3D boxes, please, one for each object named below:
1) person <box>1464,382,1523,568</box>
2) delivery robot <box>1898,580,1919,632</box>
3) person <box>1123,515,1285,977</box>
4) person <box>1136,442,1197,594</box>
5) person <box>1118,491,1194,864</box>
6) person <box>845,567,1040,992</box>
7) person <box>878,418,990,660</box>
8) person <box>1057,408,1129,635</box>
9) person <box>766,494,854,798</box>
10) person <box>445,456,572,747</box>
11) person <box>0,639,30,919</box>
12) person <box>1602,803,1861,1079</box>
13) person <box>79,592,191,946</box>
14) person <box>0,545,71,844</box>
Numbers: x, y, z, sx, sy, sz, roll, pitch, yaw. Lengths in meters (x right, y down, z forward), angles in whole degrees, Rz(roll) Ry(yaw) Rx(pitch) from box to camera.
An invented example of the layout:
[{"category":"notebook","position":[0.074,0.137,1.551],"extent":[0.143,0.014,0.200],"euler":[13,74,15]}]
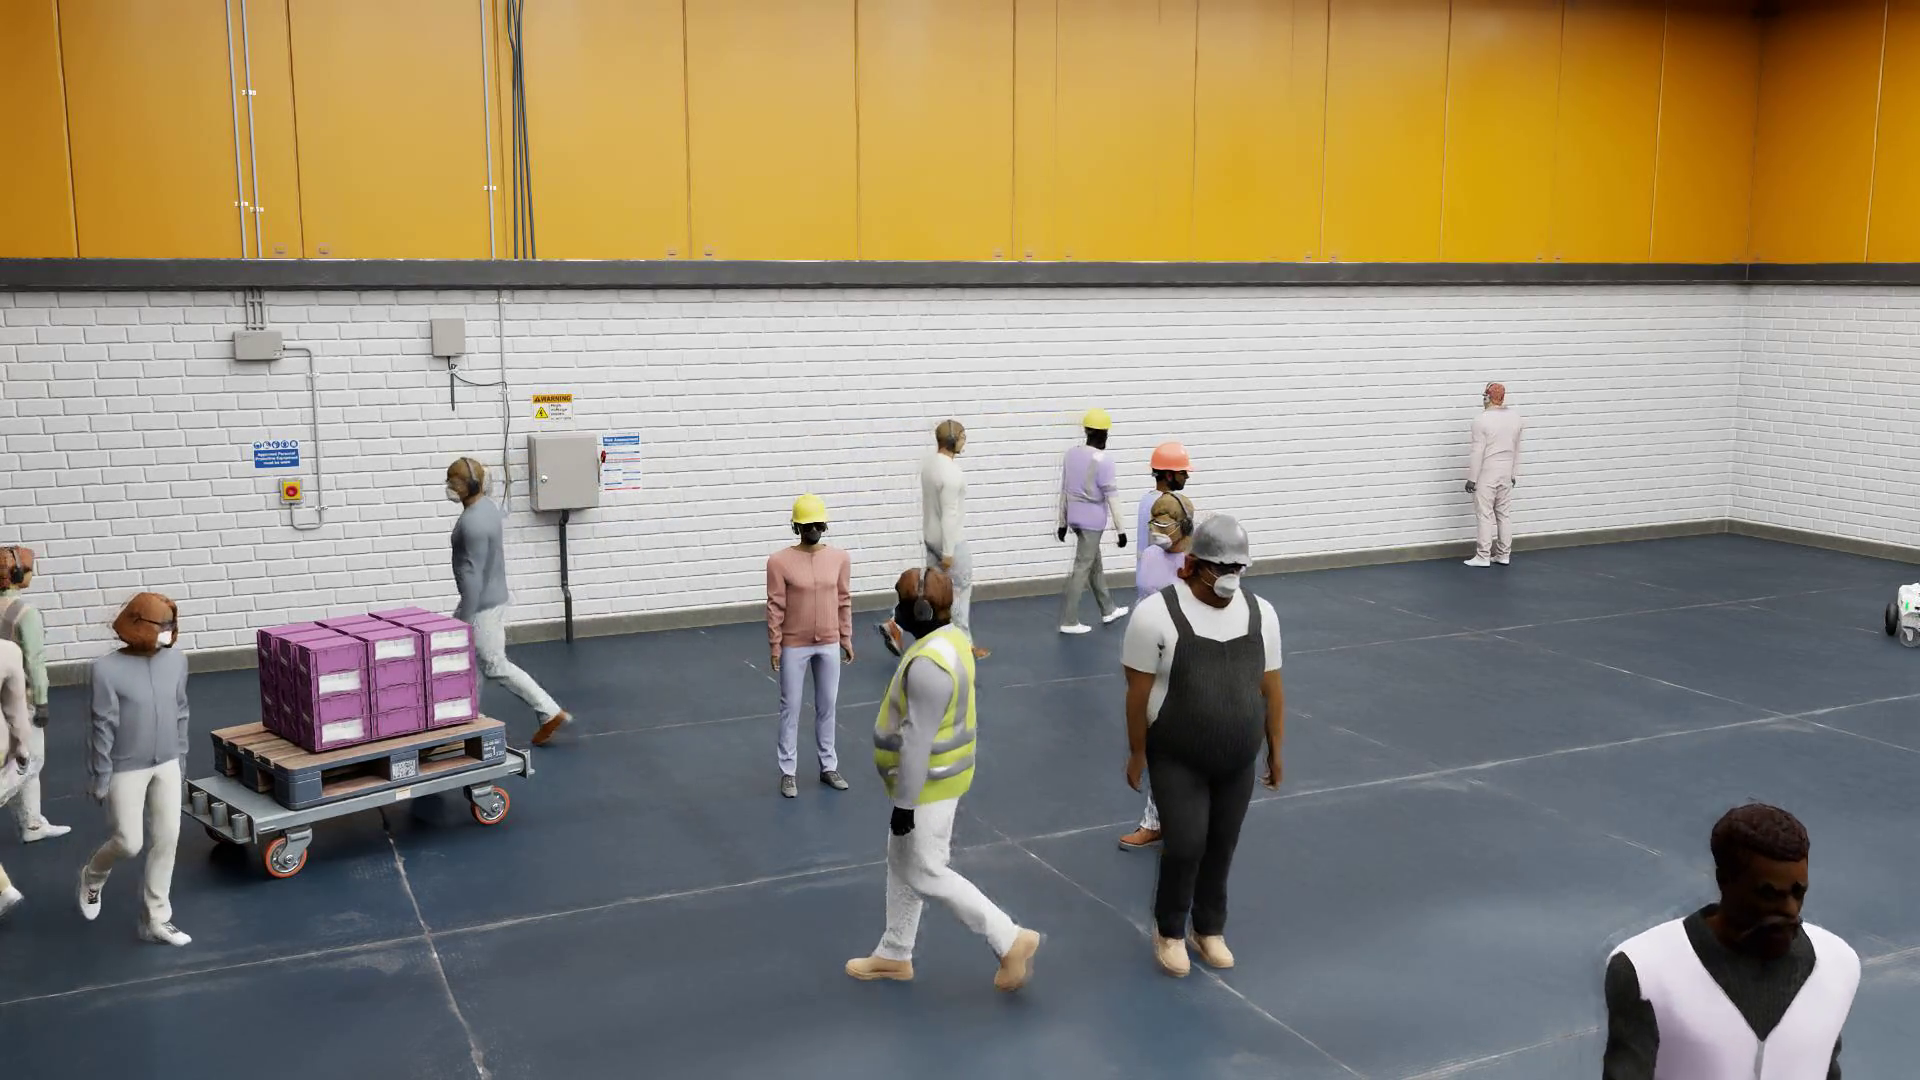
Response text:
[{"category":"person","position":[5.463,-0.668,17.133],"extent":[0.650,1.906,0.401],"euler":[-5,10,-27]},{"category":"delivery robot","position":[7.878,0.530,13.587],"extent":[0.477,0.478,0.707],"euler":[4,10,26]},{"category":"person","position":[1.075,0.874,7.144],"extent":[0.704,2.000,0.537],"euler":[-3,10,-17]},{"category":"person","position":[1.347,0.321,10.904],"extent":[0.372,1.933,0.551],"euler":[-2,9,-10]},{"category":"person","position":[1.096,0.703,8.542],"extent":[0.373,1.935,0.628],"euler":[-6,11,-32]},{"category":"person","position":[-0.083,1.013,6.962],"extent":[0.782,1.823,0.627],"euler":[1,9,4]},{"category":"person","position":[-0.196,0.013,12.871],"extent":[0.809,1.920,0.627],"euler":[-4,10,-22]},{"category":"person","position":[1.191,-0.160,14.011],"extent":[0.904,1.885,0.617],"euler":[-6,11,-32]},{"category":"person","position":[-0.864,0.606,9.663],"extent":[0.530,1.768,0.312],"euler":[-4,10,-26]},{"category":"person","position":[-2.962,0.409,10.507],"extent":[0.922,1.907,0.634],"euler":[-2,9,-13]},{"category":"person","position":[-4.593,0.996,7.757],"extent":[0.672,1.601,0.505],"euler":[6,11,31]},{"category":"person","position":[1.733,1.509,3.737],"extent":[0.612,1.863,1.008],"euler":[0,9,-2]},{"category":"person","position":[-3.743,1.019,7.537],"extent":[0.549,1.609,0.520],"euler":[5,10,26]},{"category":"person","position":[-4.987,0.844,8.624],"extent":[0.528,1.618,0.609],"euler":[6,11,31]}]
